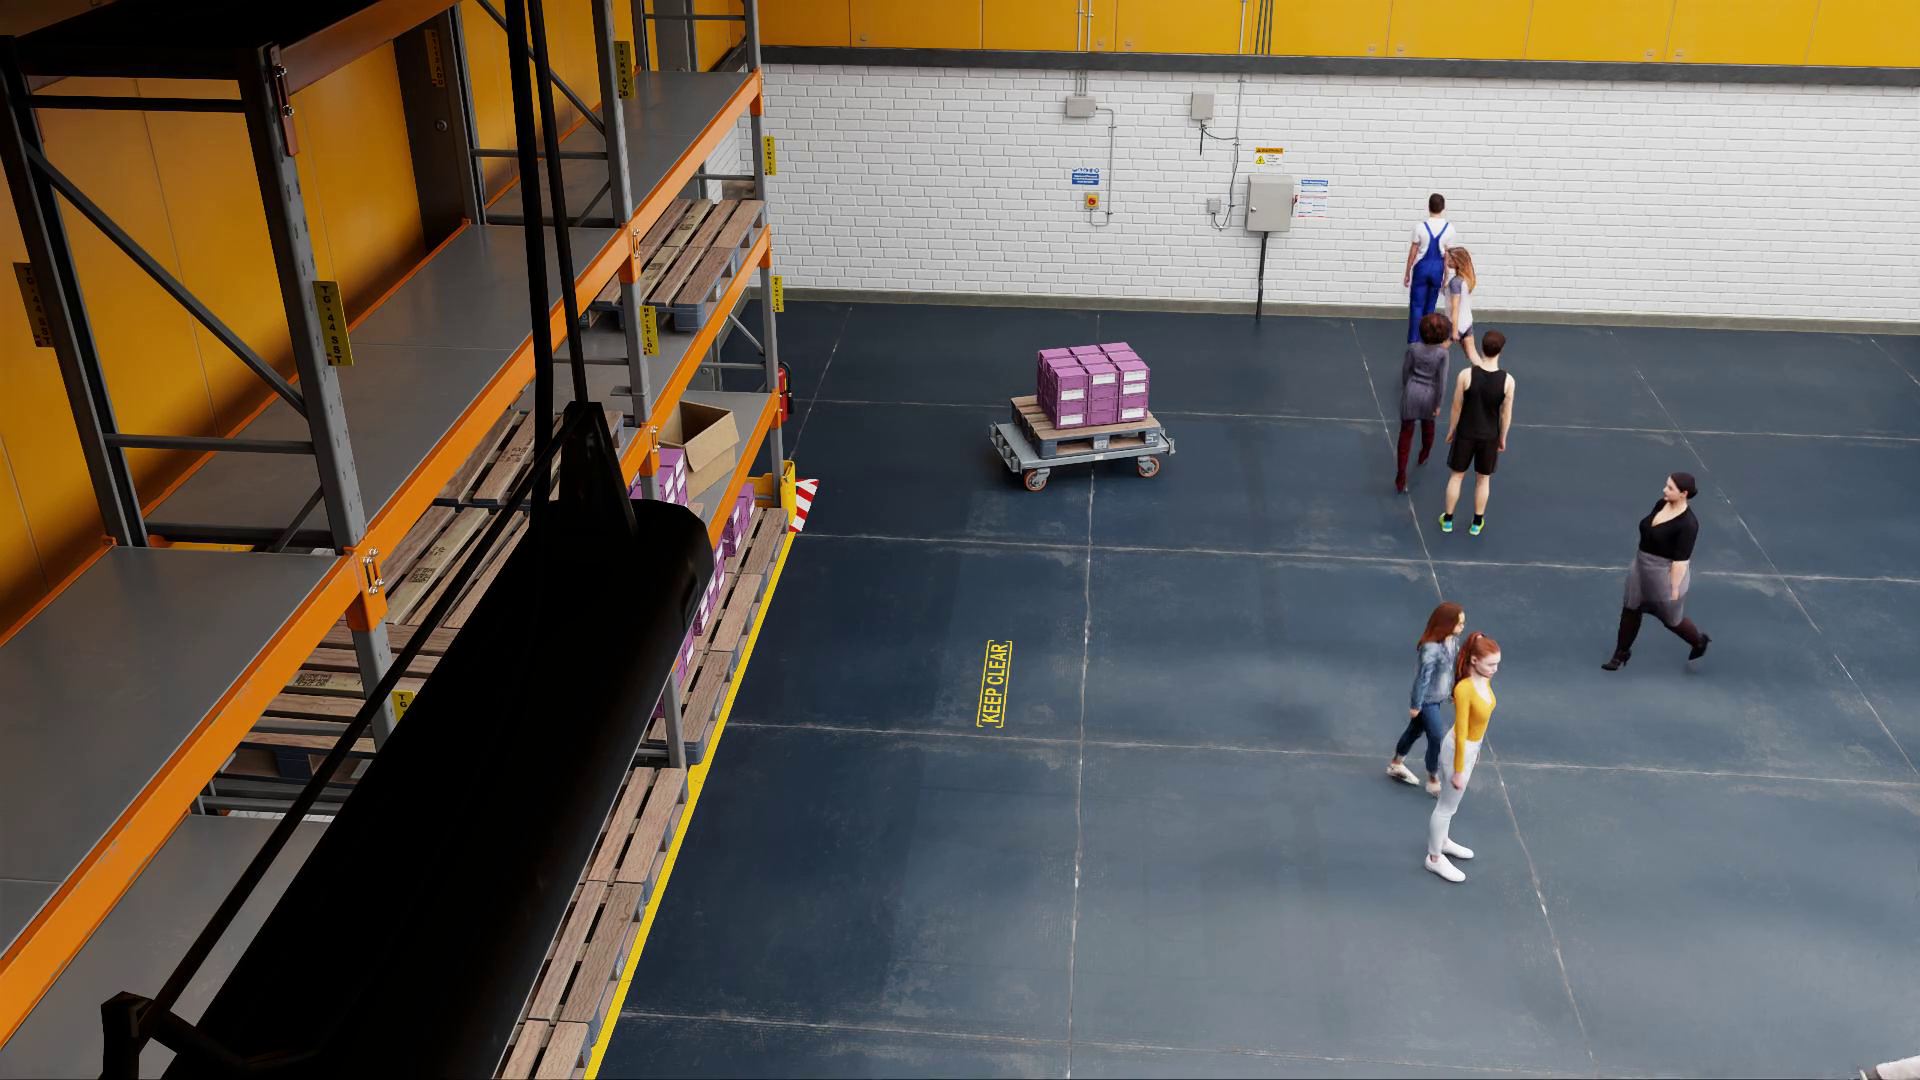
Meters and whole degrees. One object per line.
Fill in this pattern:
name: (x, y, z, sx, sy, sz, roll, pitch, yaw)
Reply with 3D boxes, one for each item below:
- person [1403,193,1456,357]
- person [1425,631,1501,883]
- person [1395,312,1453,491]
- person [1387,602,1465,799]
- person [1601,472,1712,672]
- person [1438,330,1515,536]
person: (5.177, -2.904, 18.448, 0.644, 1.826, 1.081, 3, 29, 5)
person: (3.216, 1.370, 10.686, 0.735, 1.756, 0.628, 15, 32, 26)
person: (4.292, -1.259, 15.594, 0.844, 1.670, 1.131, 12, 31, 21)
person: (3.186, 1.063, 11.555, 0.840, 1.462, 0.825, 19, 34, 31)
person: (5.440, 0.281, 12.702, 0.863, 1.735, 1.055, -4, 29, -7)
person: (4.592, -0.938, 14.780, 0.707, 1.886, 0.632, 8, 30, 15)
